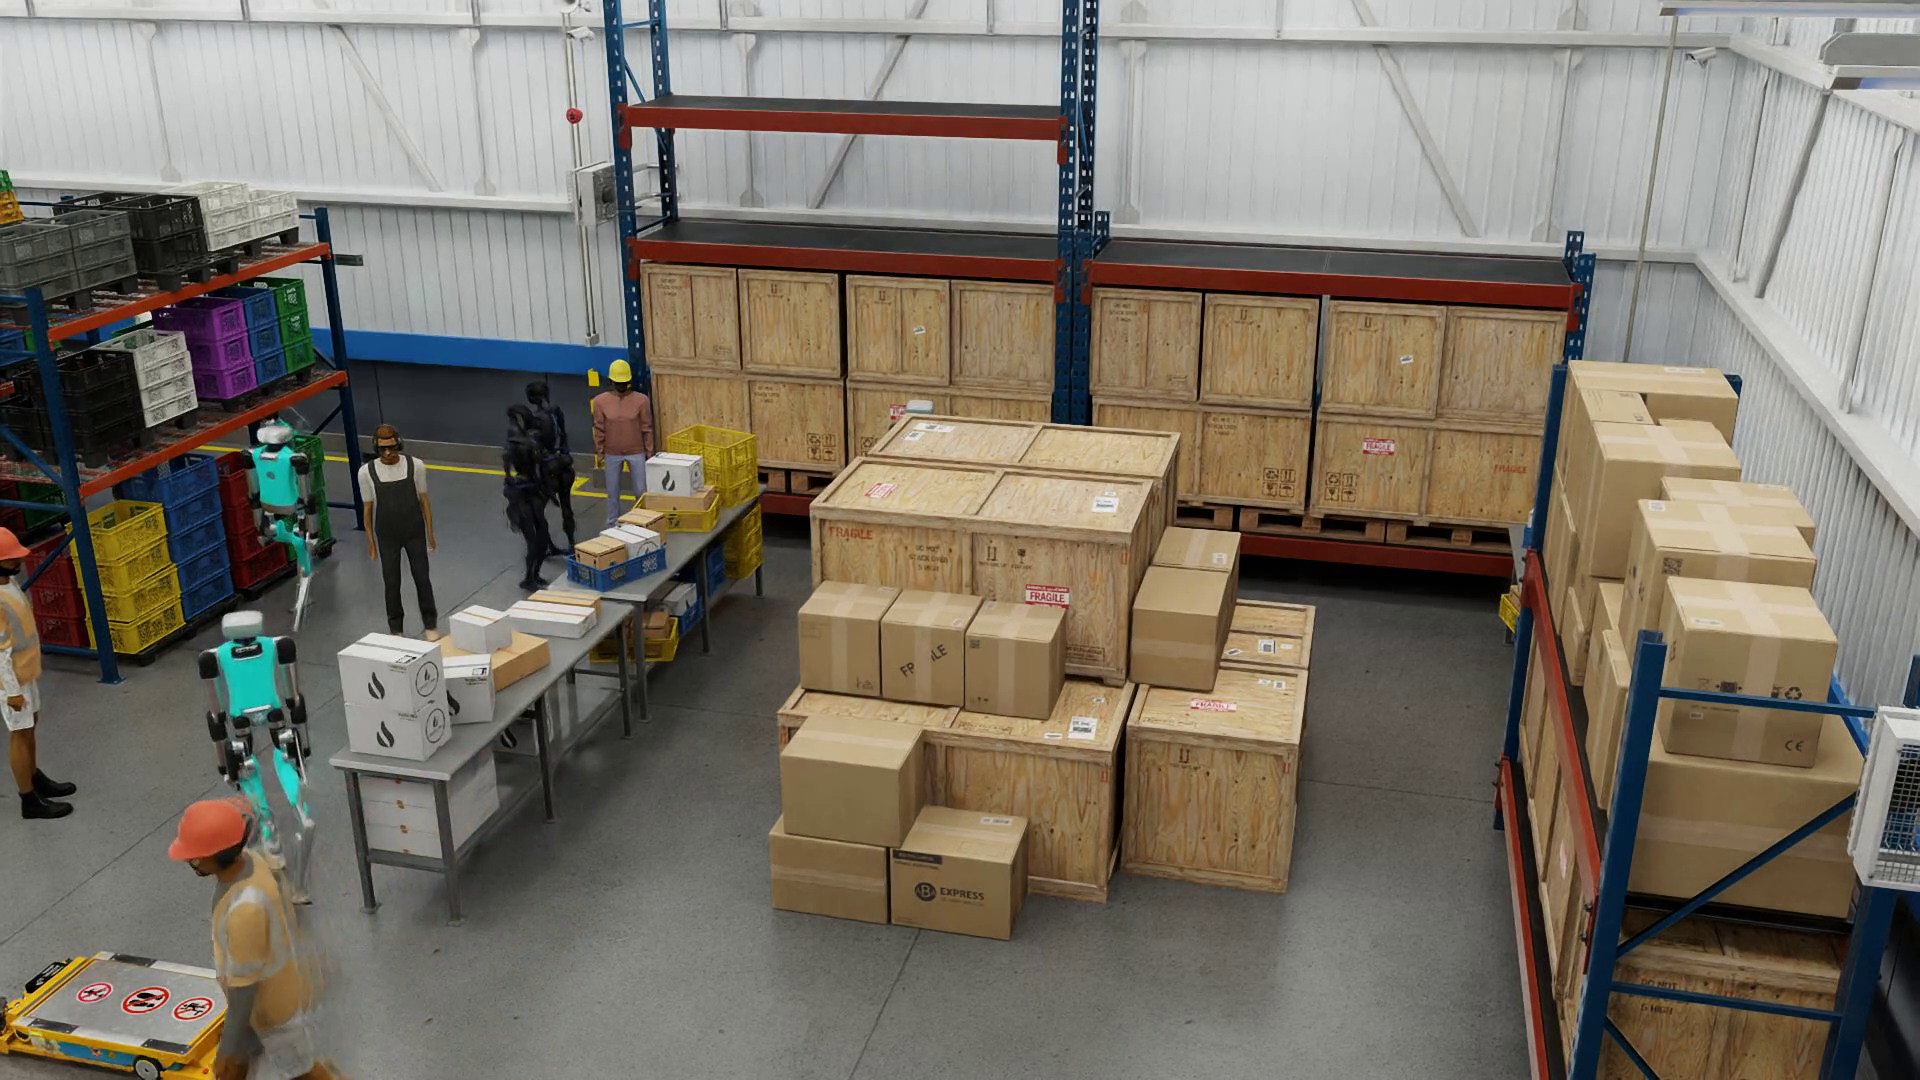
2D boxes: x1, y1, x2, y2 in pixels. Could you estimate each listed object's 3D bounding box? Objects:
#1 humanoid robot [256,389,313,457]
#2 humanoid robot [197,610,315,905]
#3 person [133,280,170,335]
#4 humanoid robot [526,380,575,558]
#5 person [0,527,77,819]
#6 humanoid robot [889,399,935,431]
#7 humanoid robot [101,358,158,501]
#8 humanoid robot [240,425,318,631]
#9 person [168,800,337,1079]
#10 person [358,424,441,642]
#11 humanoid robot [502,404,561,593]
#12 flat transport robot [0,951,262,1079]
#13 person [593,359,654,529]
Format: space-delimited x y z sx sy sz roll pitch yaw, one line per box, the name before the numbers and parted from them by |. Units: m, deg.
humanoid robot | -6.703 -1.310 16.428 0.781 1.792 0.531 -14 25 -33
humanoid robot | -3.969 1.339 9.570 0.530 1.759 1.058 -11 24 -27
person | -8.691 -2.062 18.249 0.564 1.836 0.390 -3 21 -8
humanoid robot | -3.615 -0.613 14.672 0.385 1.644 0.597 10 23 25
person | -5.949 0.829 10.541 0.376 1.937 0.545 -7 22 -17
humanoid robot | -0.303 -0.254 13.464 0.533 1.677 0.735 -1 21 -2
humanoid robot | -7.753 -0.910 15.466 0.607 1.644 0.559 3 21 7
humanoid robot | -5.308 -0.120 13.367 0.576 1.809 0.810 2 21 4
person | -3.182 2.039 7.287 1.020 1.990 0.625 -10 23 -25
person | -4.353 -0.030 12.936 0.505 1.838 0.336 -9 23 -22
humanoid robot | -3.625 -0.357 14.023 0.325 1.660 0.590 7 22 19
flat transport robot | -4.270 2.464 8.601 1.431 0.231 0.659 5 22 13
person | -3.018 -0.776 14.995 0.528 1.761 0.343 -3 21 -7
